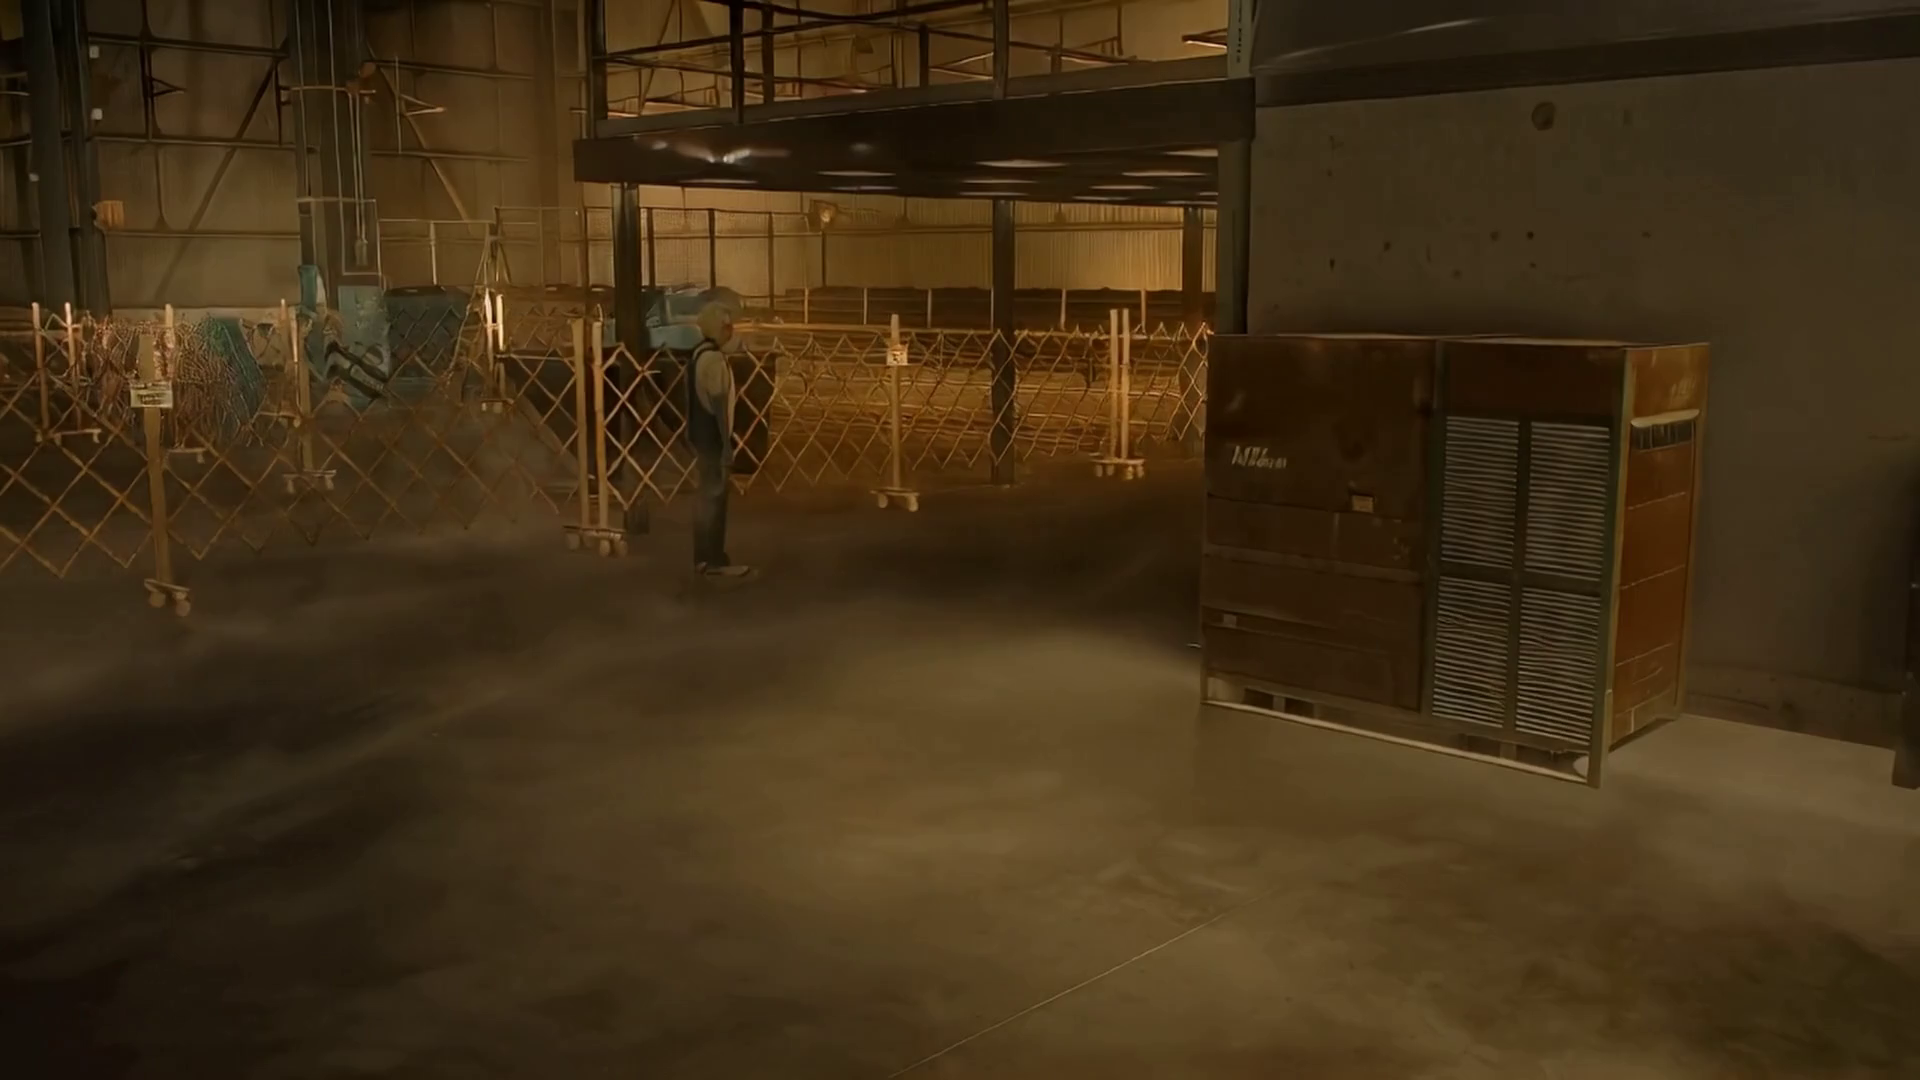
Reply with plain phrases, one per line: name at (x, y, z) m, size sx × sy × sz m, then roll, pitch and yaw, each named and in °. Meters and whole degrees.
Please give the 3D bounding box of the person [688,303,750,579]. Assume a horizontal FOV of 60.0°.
person at (-1.645, -0.664, 11.177) m, size 0.330 × 1.844 × 0.519 m, roll -5°, pitch 10°, yaw -27°
